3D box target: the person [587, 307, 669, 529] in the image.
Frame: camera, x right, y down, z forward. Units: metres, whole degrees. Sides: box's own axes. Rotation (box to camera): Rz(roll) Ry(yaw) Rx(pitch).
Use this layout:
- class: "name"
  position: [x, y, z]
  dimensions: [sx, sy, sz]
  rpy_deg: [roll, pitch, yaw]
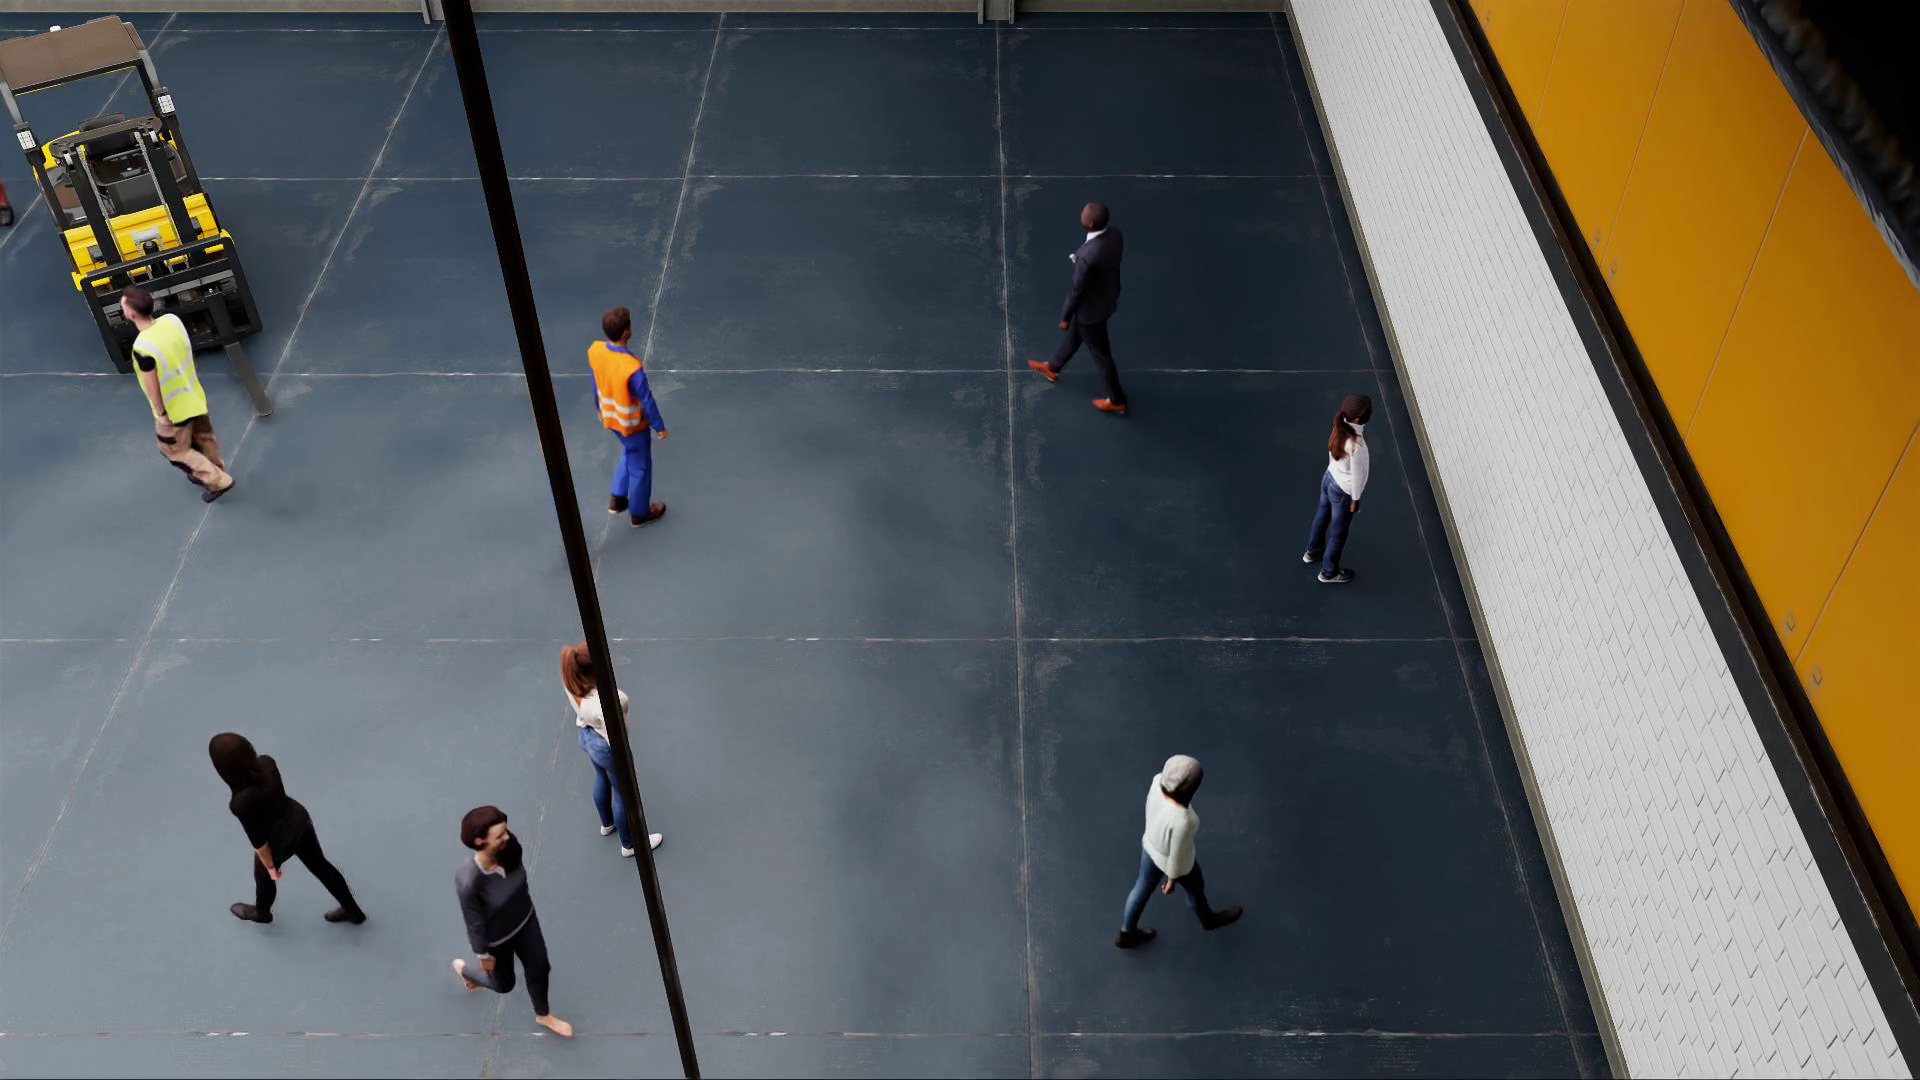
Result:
- class: "person"
  position: [-2.389, -0.782, 11.631]
  dimensions: [0.857, 1.850, 0.918]
  rpy_deg: [33, 53, 30]

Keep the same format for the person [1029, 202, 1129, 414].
- class: "person"
  position: [1.078, -1.720, 12.672]
  dimensions: [1.301, 1.773, 1.111]
  rpy_deg: [23, 48, 22]

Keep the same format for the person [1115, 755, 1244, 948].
- class: "person"
  position: [1.077, 1.742, 9.150]
  dimensions: [1.055, 1.619, 0.825]
  rpy_deg: [-16, 46, -16]

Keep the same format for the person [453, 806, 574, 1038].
- class: "person"
  position: [-2.482, 2.011, 8.773]
  dimensions: [1.086, 1.749, 0.910]
  rpy_deg: [20, 47, 20]

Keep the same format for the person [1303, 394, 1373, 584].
- class: "person"
  position: [2.609, -0.375, 11.416]
  dimensions: [0.609, 1.558, 0.598]
  rpy_deg: [-13, 45, -13]

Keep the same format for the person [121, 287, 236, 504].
- class: "person"
  position: [-5.538, -0.998, 11.873]
  dimensions: [0.803, 1.830, 0.775]
  rpy_deg: [8, 44, 8]

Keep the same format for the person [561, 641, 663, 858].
- class: "person"
  position: [-2.056, 1.195, 9.649]
  dimensions: [0.731, 1.722, 0.685]
  rpy_deg: [-31, 52, -29]

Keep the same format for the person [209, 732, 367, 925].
- class: "person"
  position: [-3.677, 1.658, 9.249]
  dimensions: [1.033, 1.603, 0.730]
  rpy_deg: [8, 44, 8]
